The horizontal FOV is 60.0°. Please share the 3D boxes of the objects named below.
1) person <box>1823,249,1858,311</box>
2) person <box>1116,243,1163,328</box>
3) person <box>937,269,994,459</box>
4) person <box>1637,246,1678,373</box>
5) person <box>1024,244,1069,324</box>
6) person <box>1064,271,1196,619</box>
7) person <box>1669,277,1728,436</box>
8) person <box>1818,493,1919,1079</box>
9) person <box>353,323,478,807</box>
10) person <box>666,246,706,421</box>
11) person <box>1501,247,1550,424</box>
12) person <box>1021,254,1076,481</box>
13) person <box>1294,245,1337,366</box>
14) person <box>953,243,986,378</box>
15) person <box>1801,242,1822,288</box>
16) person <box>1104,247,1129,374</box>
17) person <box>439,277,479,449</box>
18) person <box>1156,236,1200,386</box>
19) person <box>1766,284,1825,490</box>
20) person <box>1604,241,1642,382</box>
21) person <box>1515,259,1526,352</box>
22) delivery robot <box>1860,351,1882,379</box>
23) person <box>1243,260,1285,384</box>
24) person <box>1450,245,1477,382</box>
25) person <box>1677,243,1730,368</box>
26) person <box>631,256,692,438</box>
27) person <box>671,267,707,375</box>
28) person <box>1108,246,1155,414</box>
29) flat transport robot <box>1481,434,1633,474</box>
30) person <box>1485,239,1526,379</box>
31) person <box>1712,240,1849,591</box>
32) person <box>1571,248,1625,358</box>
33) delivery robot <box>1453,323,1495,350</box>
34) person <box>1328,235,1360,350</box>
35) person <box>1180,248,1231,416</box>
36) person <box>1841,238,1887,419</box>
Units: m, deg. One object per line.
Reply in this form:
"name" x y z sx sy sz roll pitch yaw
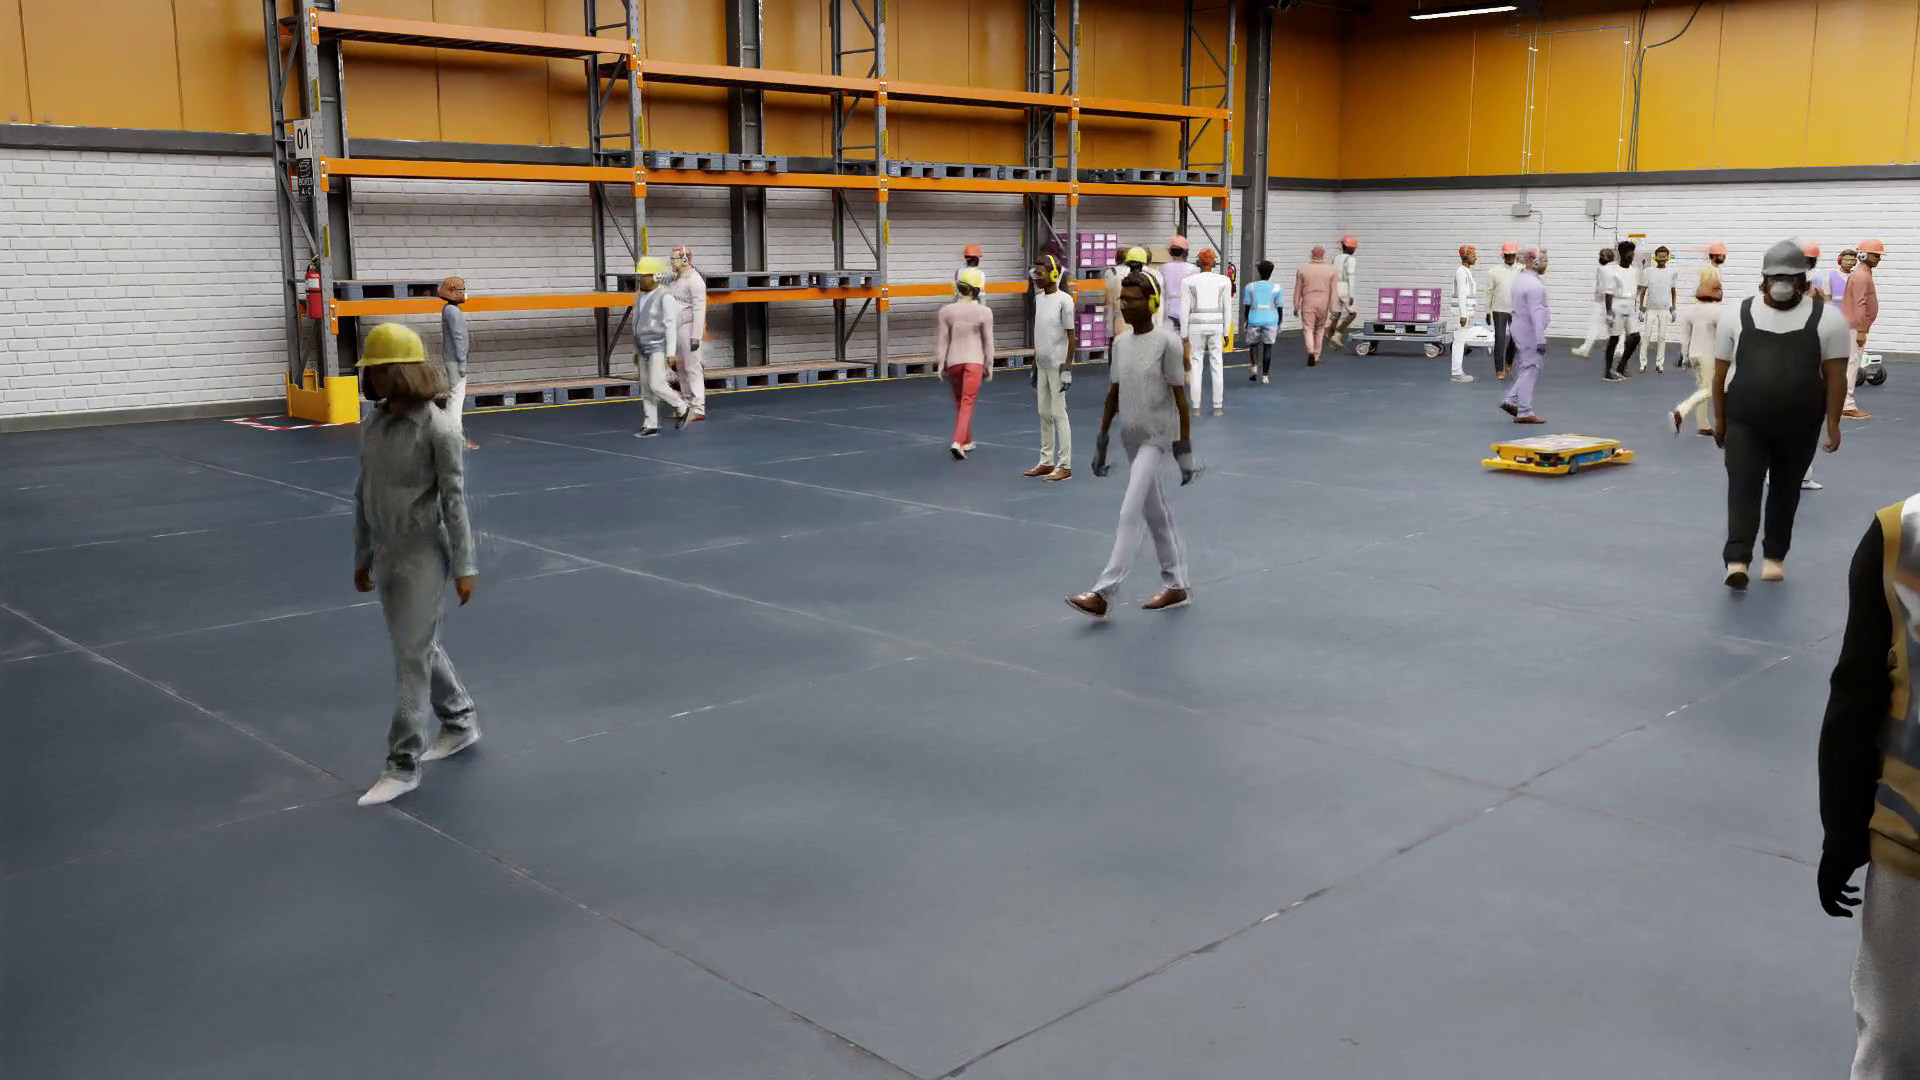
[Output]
"person" 11.513 -2.878 21.779 0.564 1.841 0.389 -2 11 -13
"person" 2.137 -2.601 20.041 0.648 1.924 0.503 7 12 32
"person" 0.040 -1.613 15.227 0.523 1.722 0.916 4 11 19
"person" 10.265 -3.381 24.464 0.533 1.864 0.311 3 11 14
"person" 1.237 -3.259 23.703 0.628 1.896 0.479 7 12 33
"person" 0.881 -0.490 8.775 0.951 1.827 0.560 -7 12 -32
"person" 7.398 -1.819 16.623 0.675 1.615 0.506 -4 11 -19
"person" 1.856 0.577 2.940 0.634 1.841 0.429 6 12 31
"person" -2.021 0.061 6.138 0.507 1.739 0.633 6 12 30
"person" -3.016 -2.250 18.177 0.407 1.906 0.654 -6 12 -30
"person" 6.134 -2.188 17.859 0.419 1.895 0.678 1 10 3
"person" 0.750 -1.417 13.751 0.309 1.864 0.535 -6 12 -31
"person" 5.538 -3.654 25.924 0.649 1.873 0.897 1 10 5
"person" 0.091 -3.180 23.254 0.546 1.915 0.717 9 14 40
"person" 10.144 -2.603 20.015 0.369 1.935 0.556 -4 11 -19
"person" 2.361 -3.343 24.307 0.515 1.843 0.327 3 11 17
"person" -4.780 -1.681 15.818 0.272 1.632 0.507 -5 11 -25
"person" 2.891 -3.000 22.013 0.639 1.995 1.002 4 11 20
"person" 6.707 -1.220 13.299 0.306 1.637 0.523 -6 12 -29
"person" 9.167 -3.147 22.950 0.634 1.944 0.515 -5 11 -24
"person" 9.659 -4.049 28.792 0.408 1.616 0.496 9 14 41
"delivery robot" 12.085 -2.420 22.537 0.477 0.478 0.707 -5 11 -26
"person" 4.136 -2.955 22.632 0.547 1.679 0.378 3 11 16
"person" 6.995 -3.137 23.086 0.356 1.883 0.574 3 11 18
"person" 11.437 -3.541 25.238 0.546 1.889 0.996 -10 14 -42
"person" -3.038 -1.935 16.710 0.512 1.817 0.604 -10 14 -43
"person" -3.118 -2.307 19.110 0.368 1.685 0.535 -8 13 -37
"person" 1.934 -2.382 18.929 0.591 1.902 0.831 4 11 21
"flat transport robot" 5.231 -0.763 14.532 1.431 0.197 0.652 -9 14 -41
"person" 7.763 -3.276 23.617 0.613 1.969 0.801 2 11 8
"person" 4.642 -0.719 9.466 0.696 2.000 1.017 5 11 25
"person" 10.654 -3.926 27.610 0.919 1.794 0.644 8 13 39
"delivery robot" 8.658 -3.397 27.868 0.707 0.478 0.477 6 12 30
"person" 6.736 -4.340 29.266 0.487 2.017 0.739 -5 11 -25
"person" 2.751 -2.326 18.663 0.575 1.883 0.362 0 10 0
"person" 9.971 -2.338 18.433 0.392 1.990 0.612 5 11 24
